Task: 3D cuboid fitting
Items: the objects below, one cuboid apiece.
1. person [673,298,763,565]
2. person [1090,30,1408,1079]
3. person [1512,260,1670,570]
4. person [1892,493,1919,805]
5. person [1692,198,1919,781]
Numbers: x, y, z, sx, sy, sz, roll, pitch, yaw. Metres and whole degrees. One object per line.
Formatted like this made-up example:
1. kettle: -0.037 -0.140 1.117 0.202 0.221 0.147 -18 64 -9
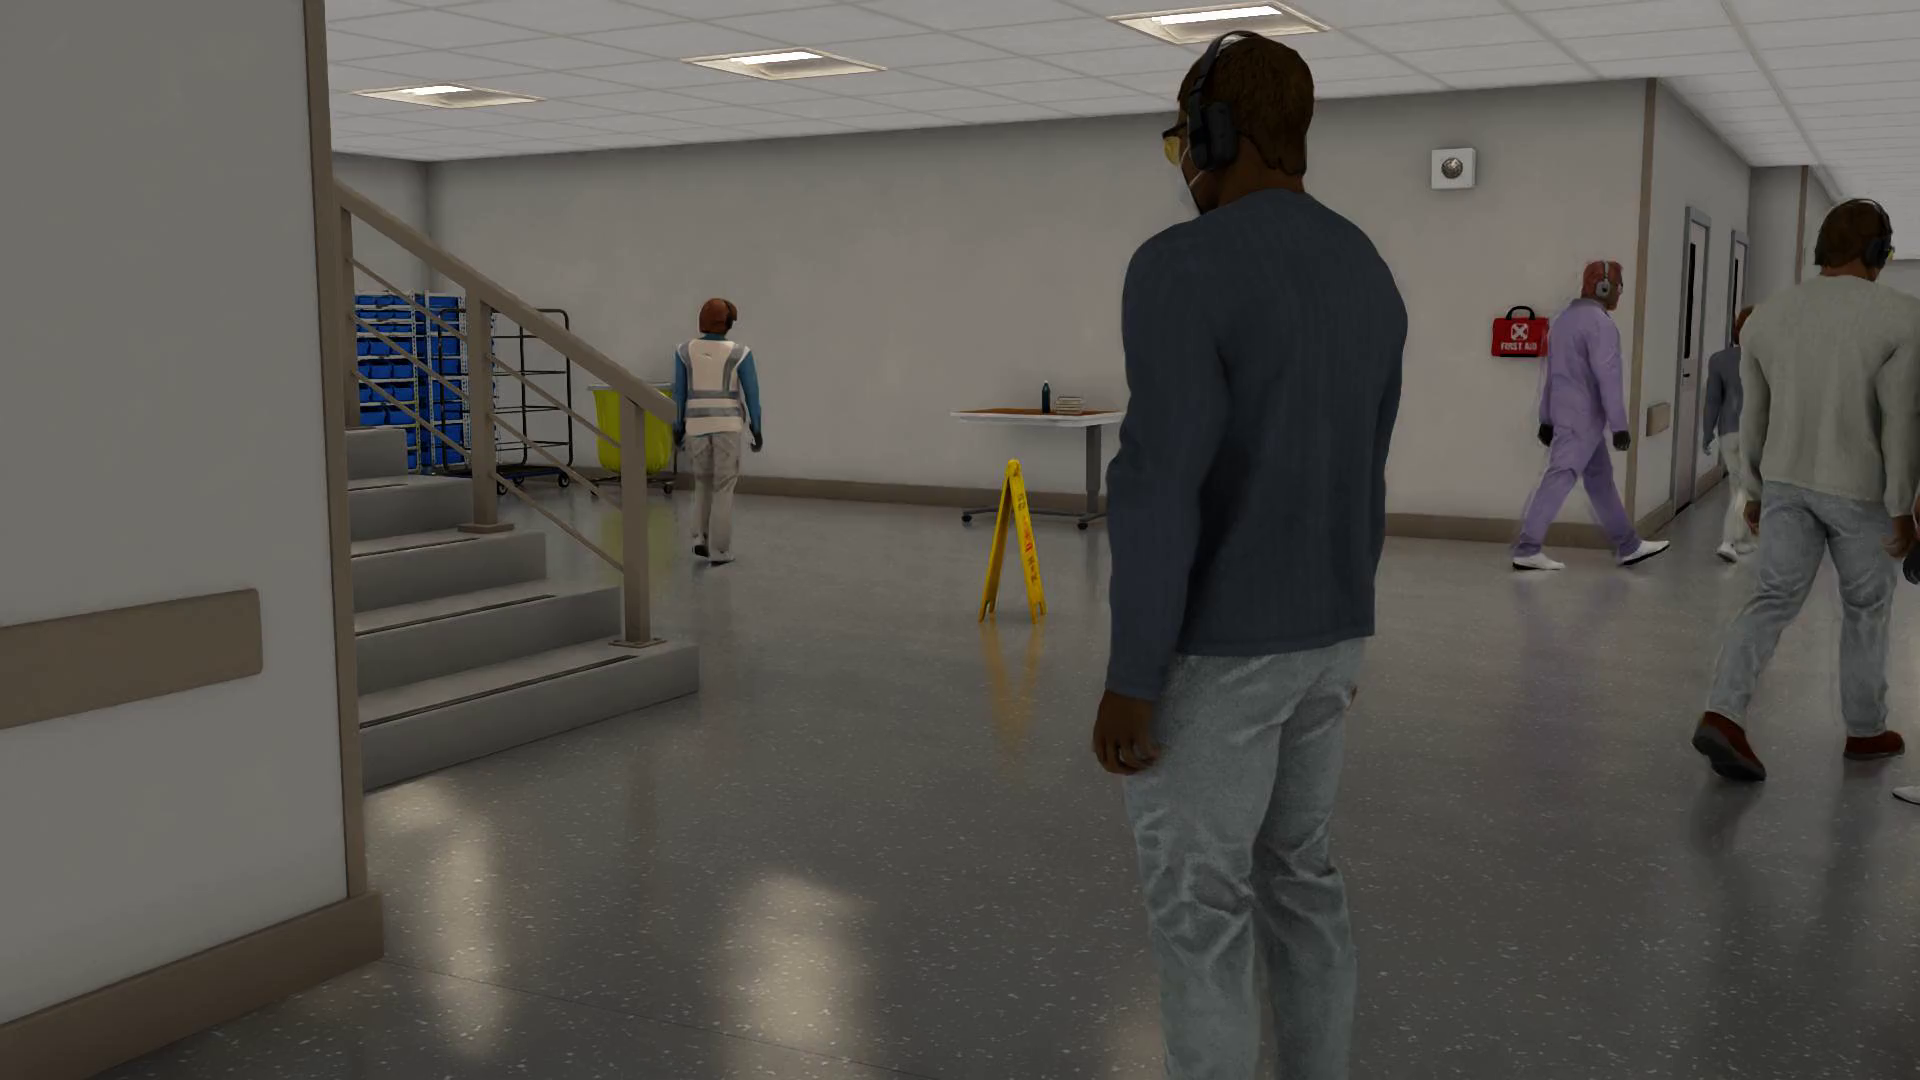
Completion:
1. person: -1.474 -0.661 10.202 0.551 1.623 0.412 2 8 14
2. person: 0.461 0.177 2.638 0.375 1.928 0.639 7 10 44
3. person: 3.783 -0.729 9.907 1.008 1.842 0.658 0 7 1
4. person: 3.084 0.009 5.010 0.515 1.641 0.315 -2 8 -16
5. person: 2.775 -0.161 5.406 1.009 1.894 0.631 -5 9 -35
